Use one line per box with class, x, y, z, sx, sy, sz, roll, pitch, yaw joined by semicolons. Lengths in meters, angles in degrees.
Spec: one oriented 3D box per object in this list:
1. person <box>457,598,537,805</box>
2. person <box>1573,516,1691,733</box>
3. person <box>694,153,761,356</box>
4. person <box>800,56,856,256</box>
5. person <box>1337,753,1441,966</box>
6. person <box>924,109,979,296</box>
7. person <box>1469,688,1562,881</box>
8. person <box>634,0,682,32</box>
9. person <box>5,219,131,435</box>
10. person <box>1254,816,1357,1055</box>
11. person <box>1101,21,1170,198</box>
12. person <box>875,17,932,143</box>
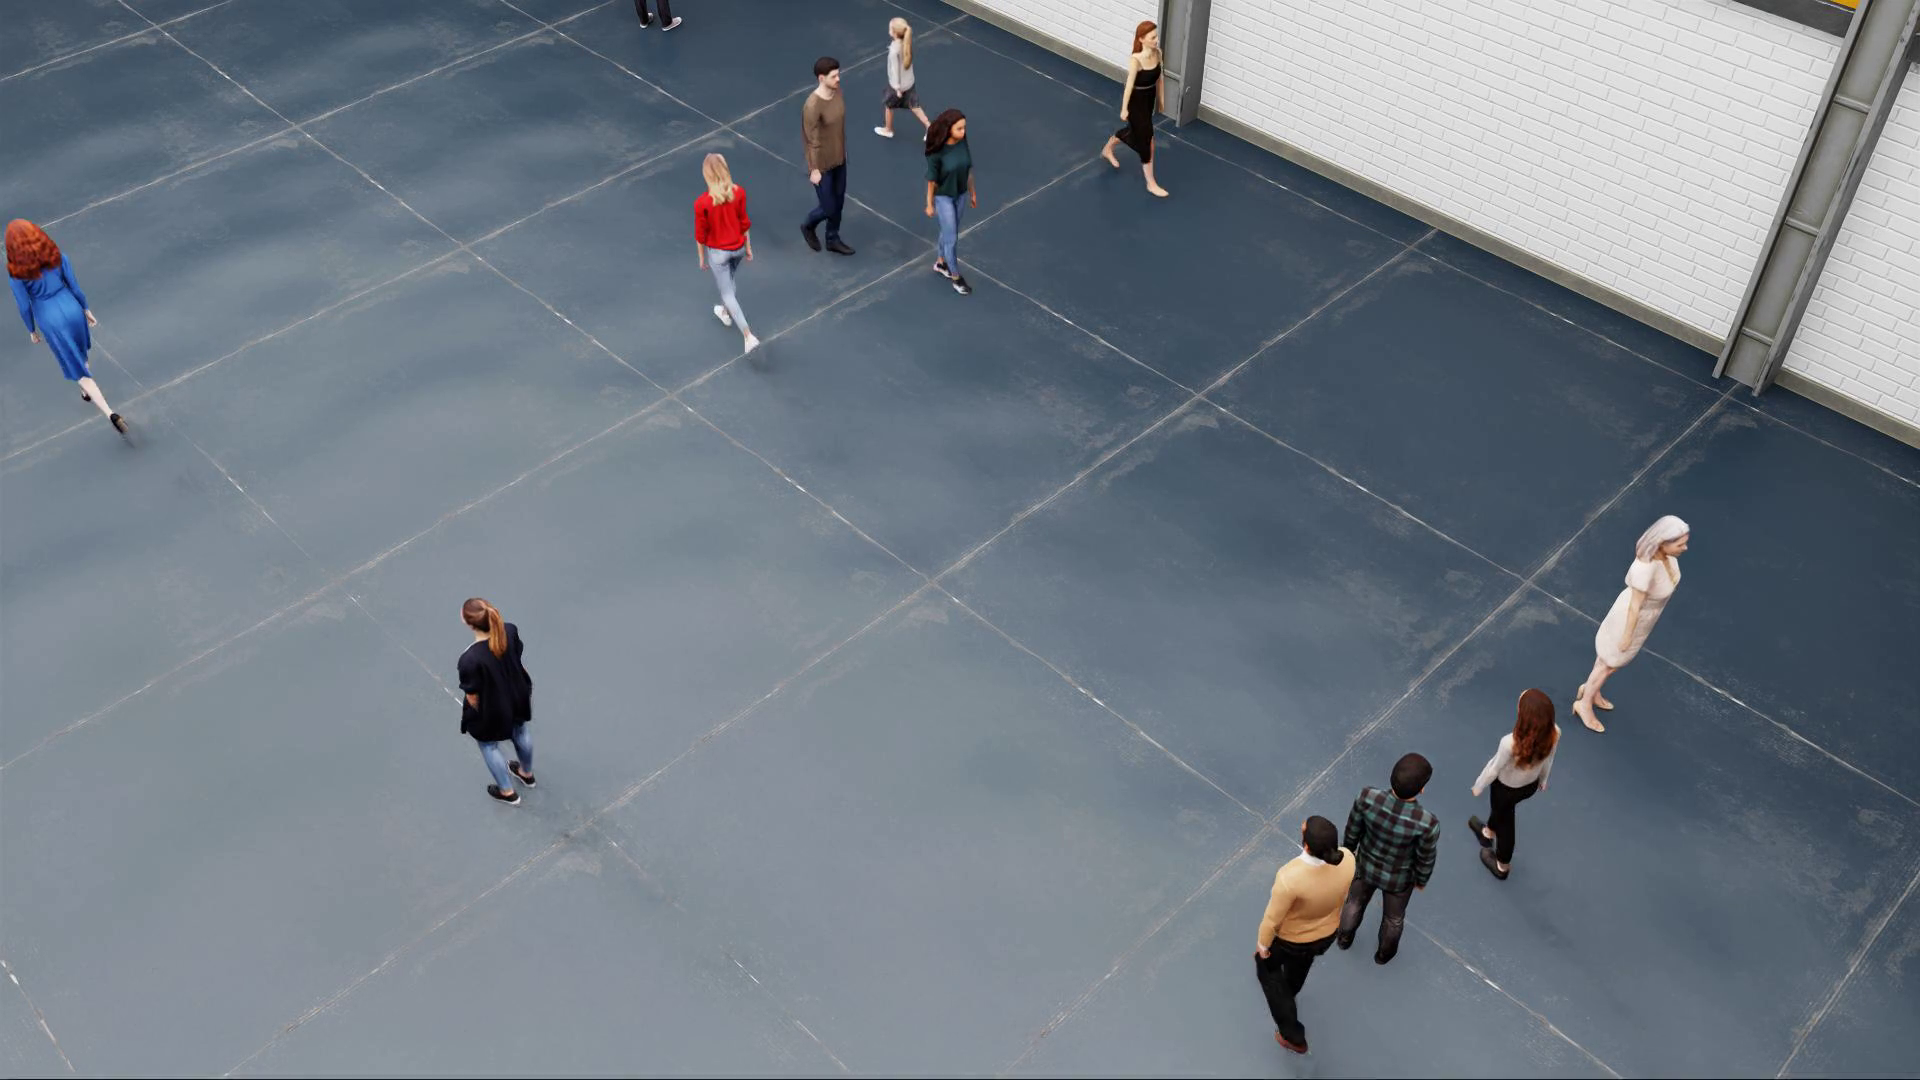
person;-2.692;0.970;9.909;0.637;1.681;0.668;29;51;27
person;4.173;0.504;10.360;0.620;1.734;0.647;24;48;23
person;-1.840;-2.257;13.302;0.774;1.673;1.154;-25;49;-24
person;-1.209;-3.266;14.217;0.809;1.872;0.753;23;48;22
person;2.354;1.759;9.141;0.578;1.713;0.760;22;48;22
person;-0.137;-2.927;14.056;0.609;1.604;0.791;-32;52;-29
person;3.235;1.454;9.555;0.701;1.469;0.780;-16;46;-16
person;-3.283;-6.243;17.356;0.650;1.854;0.806;14;45;14
person;-6.685;-1.551;12.472;1.110;1.795;0.642;32;52;29
person;1.808;2.083;8.692;0.859;1.748;0.993;-15;46;-15
person;1.578;-3.991;15.191;1.081;1.578;0.562;33;53;30
person;-0.499;-4.351;15.805;0.914;1.253;0.621;24;49;23
